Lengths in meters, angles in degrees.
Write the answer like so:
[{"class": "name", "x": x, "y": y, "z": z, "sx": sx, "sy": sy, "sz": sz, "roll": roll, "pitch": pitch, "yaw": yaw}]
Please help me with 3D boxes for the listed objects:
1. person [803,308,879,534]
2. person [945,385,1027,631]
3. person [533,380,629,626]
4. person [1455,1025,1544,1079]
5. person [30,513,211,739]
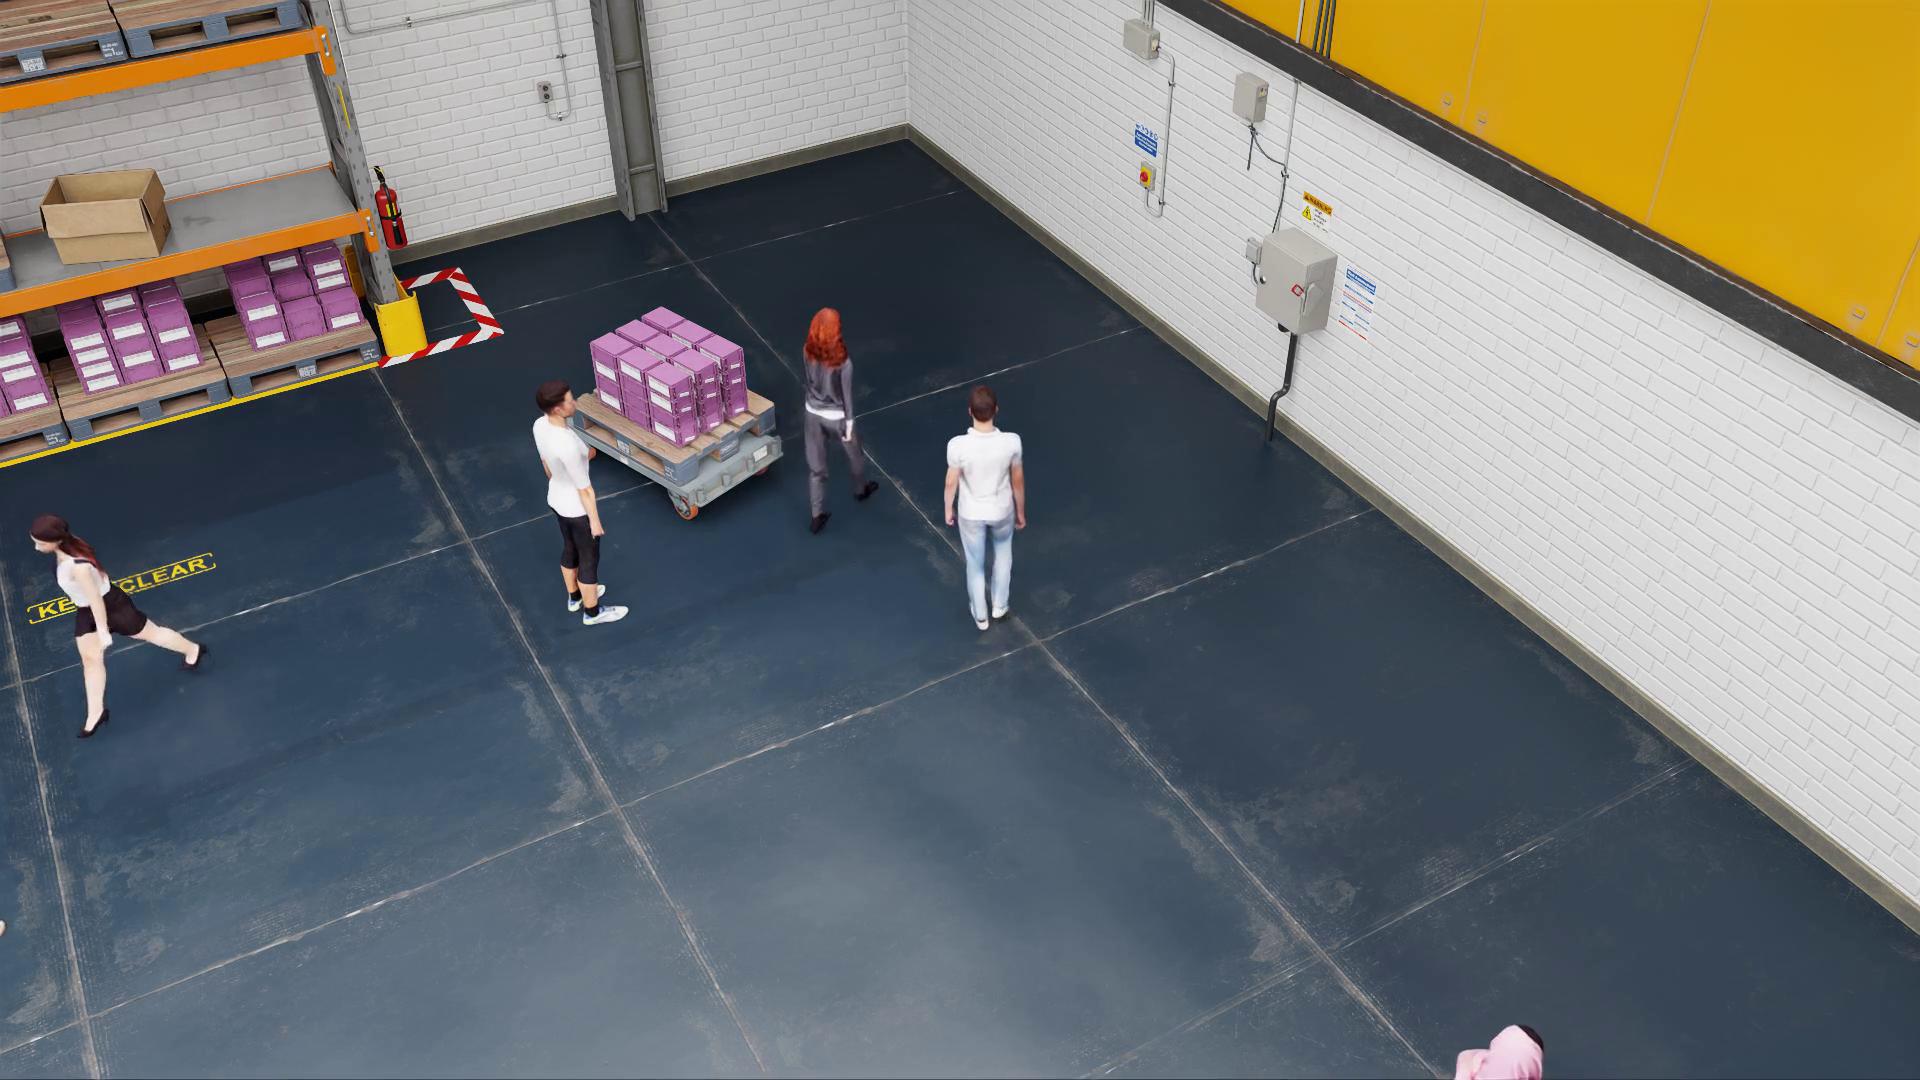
[{"class": "person", "x": -0.963, "y": -0.791, "z": 11.669, "sx": 0.898, "sy": 1.751, "sz": 1.030, "roll": 16, "pitch": 41, "yaw": 19}, {"class": "person", "x": 0.179, "y": -0.131, "z": 10.769, "sx": 0.718, "sy": 1.842, "sz": 0.844, "roll": -4, "pitch": 39, "yaw": -5}, {"class": "person", "x": -2.546, "y": -0.246, "z": 10.907, "sx": 0.597, "sy": 1.850, "sz": 0.706, "roll": -27, "pitch": 46, "yaw": -30}, {"class": "person", "x": 2.305, "y": 2.702, "z": 7.390, "sx": 0.600, "sy": 1.632, "sz": 0.675, "roll": -19, "pitch": 42, "yaw": -22}, {"class": "person", "x": -5.197, "y": 0.414, "z": 10.294, "sx": 0.848, "sy": 1.583, "sz": 1.222, "roll": 30, "pitch": 48, "yaw": 32}]
